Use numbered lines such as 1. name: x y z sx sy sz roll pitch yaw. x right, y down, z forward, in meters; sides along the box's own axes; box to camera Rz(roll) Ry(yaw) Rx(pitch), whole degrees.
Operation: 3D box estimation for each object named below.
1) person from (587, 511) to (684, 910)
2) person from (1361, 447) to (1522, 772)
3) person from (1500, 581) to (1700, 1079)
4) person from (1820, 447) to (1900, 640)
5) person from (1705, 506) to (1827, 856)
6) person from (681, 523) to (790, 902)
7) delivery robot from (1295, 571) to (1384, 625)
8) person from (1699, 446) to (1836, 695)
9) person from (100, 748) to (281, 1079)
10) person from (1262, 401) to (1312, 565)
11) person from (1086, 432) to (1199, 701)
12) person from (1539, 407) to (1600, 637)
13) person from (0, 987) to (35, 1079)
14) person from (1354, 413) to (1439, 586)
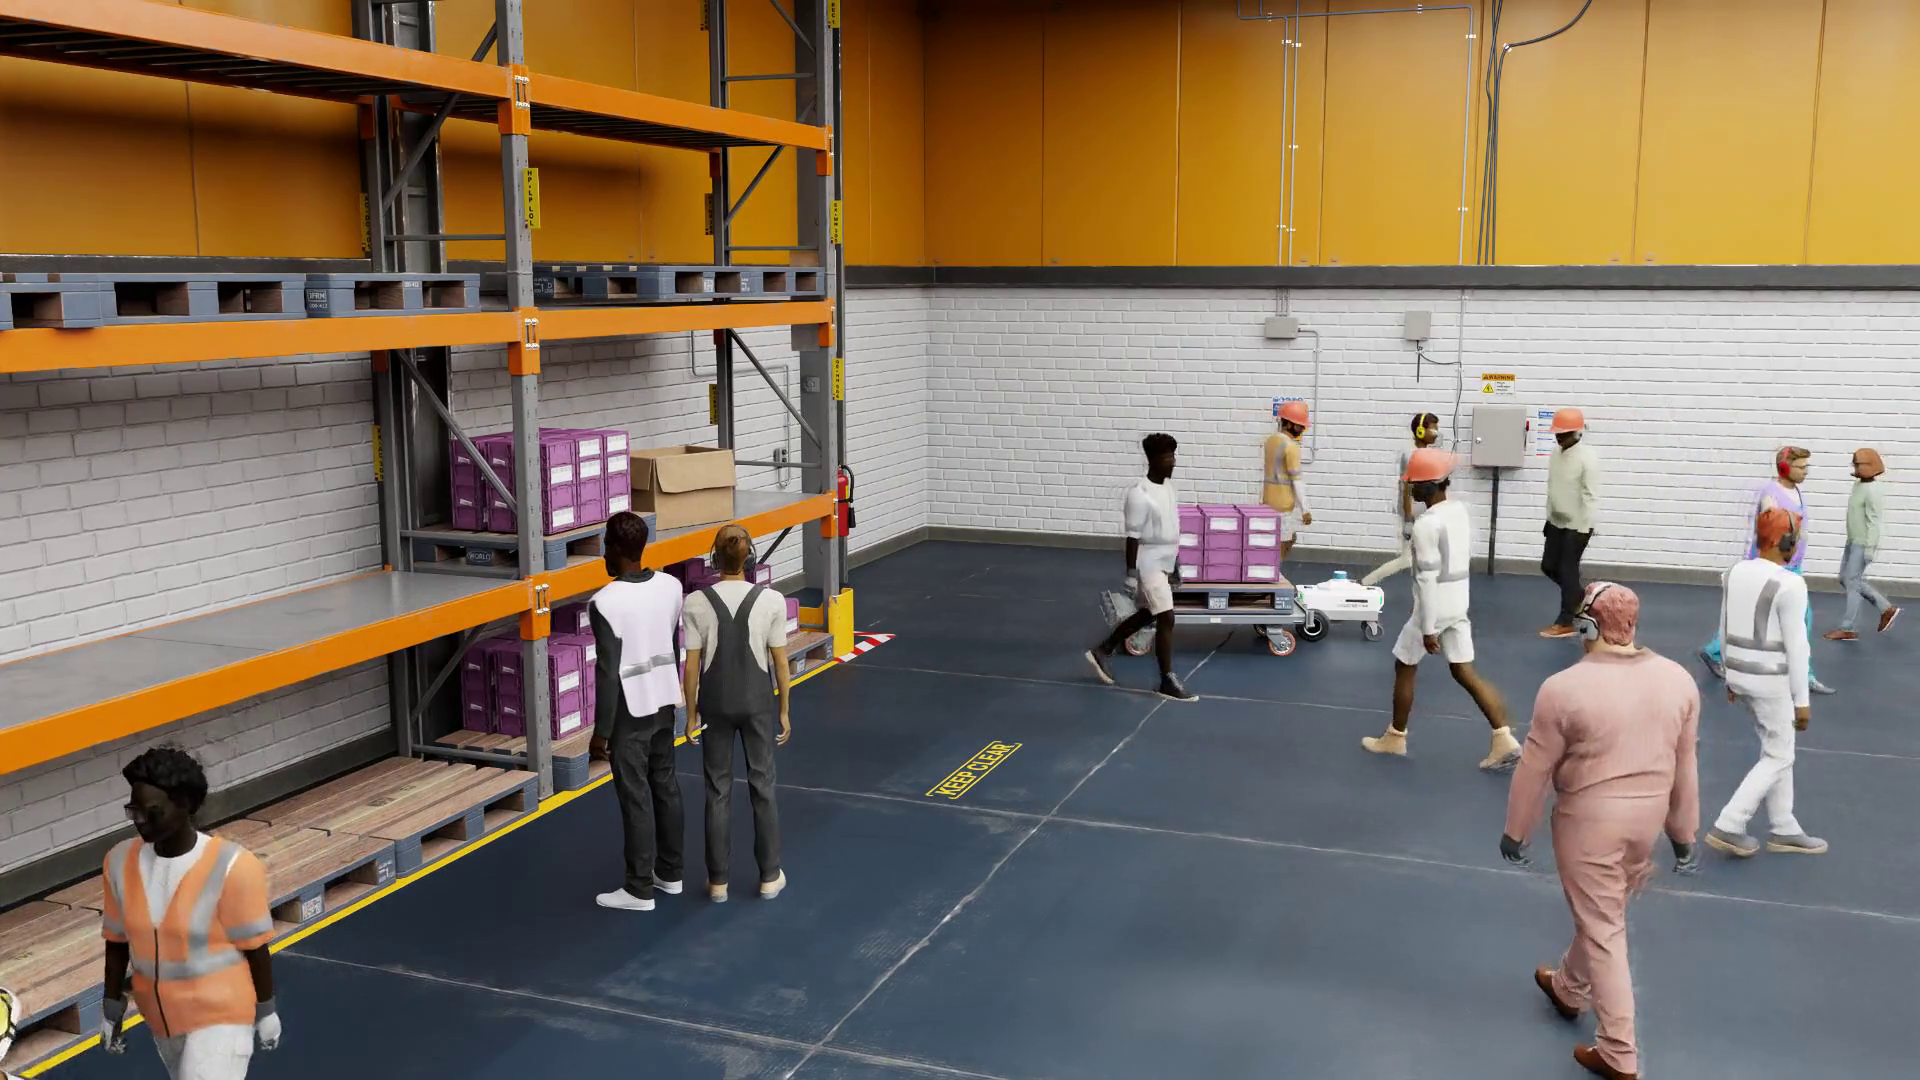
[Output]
1. person: -1.539 0.819 7.965 0.397 1.918 0.587 5 10 29
2. person: 2.997 0.431 10.189 0.627 1.996 1.023 -9 12 -43
3. person: 2.416 1.077 6.470 0.683 1.864 0.920 -3 9 -15
4. person: 7.495 0.039 13.763 0.527 1.620 0.512 2 9 15
5. person: 4.238 0.740 8.666 0.658 1.847 0.638 -1 9 -8
6. person: -1.081 0.838 8.068 0.509 1.844 0.329 -1 9 -6
7. delivery robot: 3.174 0.504 13.909 0.707 0.478 0.477 1 9 7
8. person: 5.962 0.198 12.216 0.579 1.810 0.902 -8 12 -42
9. person: -2.317 1.407 5.102 0.542 1.656 0.867 3 9 16
10. person: 2.978 -0.332 15.263 0.431 1.893 0.575 -1 9 -9
11. person: 1.320 0.164 12.049 0.906 1.932 0.613 5 10 30
12. person: 5.110 -0.141 13.872 0.639 1.956 0.646 -3 9 -16
13. person: -1.856 1.649 3.171 0.601 1.782 0.924 2 9 12
14. person: 3.951 -0.216 14.729 0.761 1.845 0.516 6 11 34
